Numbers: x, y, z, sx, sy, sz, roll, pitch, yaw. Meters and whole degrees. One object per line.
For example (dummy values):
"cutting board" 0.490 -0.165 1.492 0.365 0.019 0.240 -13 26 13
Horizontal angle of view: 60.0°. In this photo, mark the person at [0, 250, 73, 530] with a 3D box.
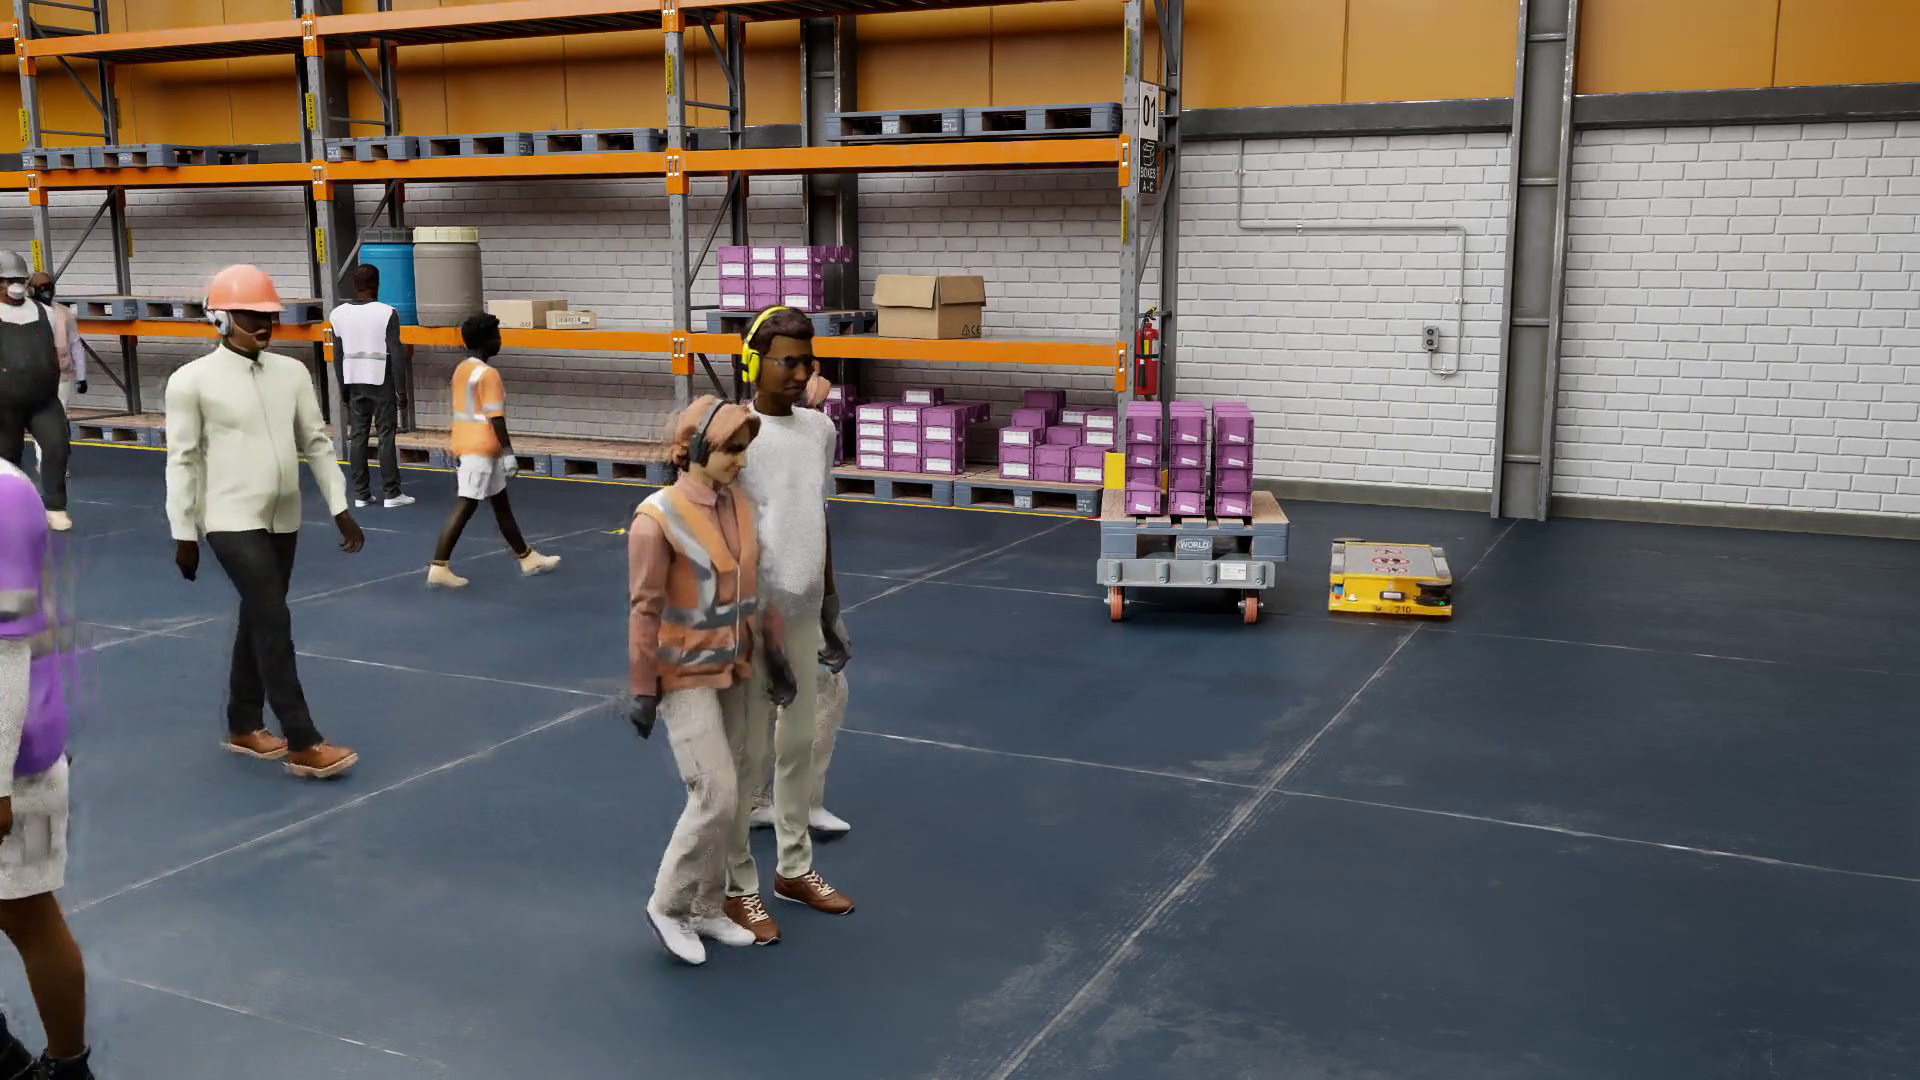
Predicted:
"person" -6.631 -1.034 11.734 0.586 2.000 0.699 8 13 38

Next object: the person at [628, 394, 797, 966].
"person" -0.710 0.399 4.713 0.365 1.622 0.521 5 11 24

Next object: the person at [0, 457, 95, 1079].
"person" -2.175 0.448 3.610 0.546 1.919 0.514 6 11 30

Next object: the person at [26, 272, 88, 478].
"person" -7.989 -1.429 14.600 0.537 1.825 0.660 6 12 33

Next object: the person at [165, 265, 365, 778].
"person" -2.613 -0.063 6.420 0.898 1.958 0.622 4 11 24

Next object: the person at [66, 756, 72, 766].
"person" -3.797 0.076 5.919 0.965 1.843 0.758 0 10 -3

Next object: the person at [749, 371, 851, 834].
"person" -0.577 0.219 5.743 0.520 1.613 0.540 -3 10 -16

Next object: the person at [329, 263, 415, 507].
"person" -4.635 -1.207 13.085 0.590 1.915 0.392 2 10 10

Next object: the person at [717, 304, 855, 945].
"person" -0.536 0.243 4.936 0.329 1.864 0.508 9 13 42

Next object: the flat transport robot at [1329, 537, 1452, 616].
"flat transport robot" 2.503 0.200 9.730 0.652 0.197 1.431 2 10 13

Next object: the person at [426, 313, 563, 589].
"person" -2.864 -0.542 10.028 0.890 1.644 0.548 -6 12 -32
